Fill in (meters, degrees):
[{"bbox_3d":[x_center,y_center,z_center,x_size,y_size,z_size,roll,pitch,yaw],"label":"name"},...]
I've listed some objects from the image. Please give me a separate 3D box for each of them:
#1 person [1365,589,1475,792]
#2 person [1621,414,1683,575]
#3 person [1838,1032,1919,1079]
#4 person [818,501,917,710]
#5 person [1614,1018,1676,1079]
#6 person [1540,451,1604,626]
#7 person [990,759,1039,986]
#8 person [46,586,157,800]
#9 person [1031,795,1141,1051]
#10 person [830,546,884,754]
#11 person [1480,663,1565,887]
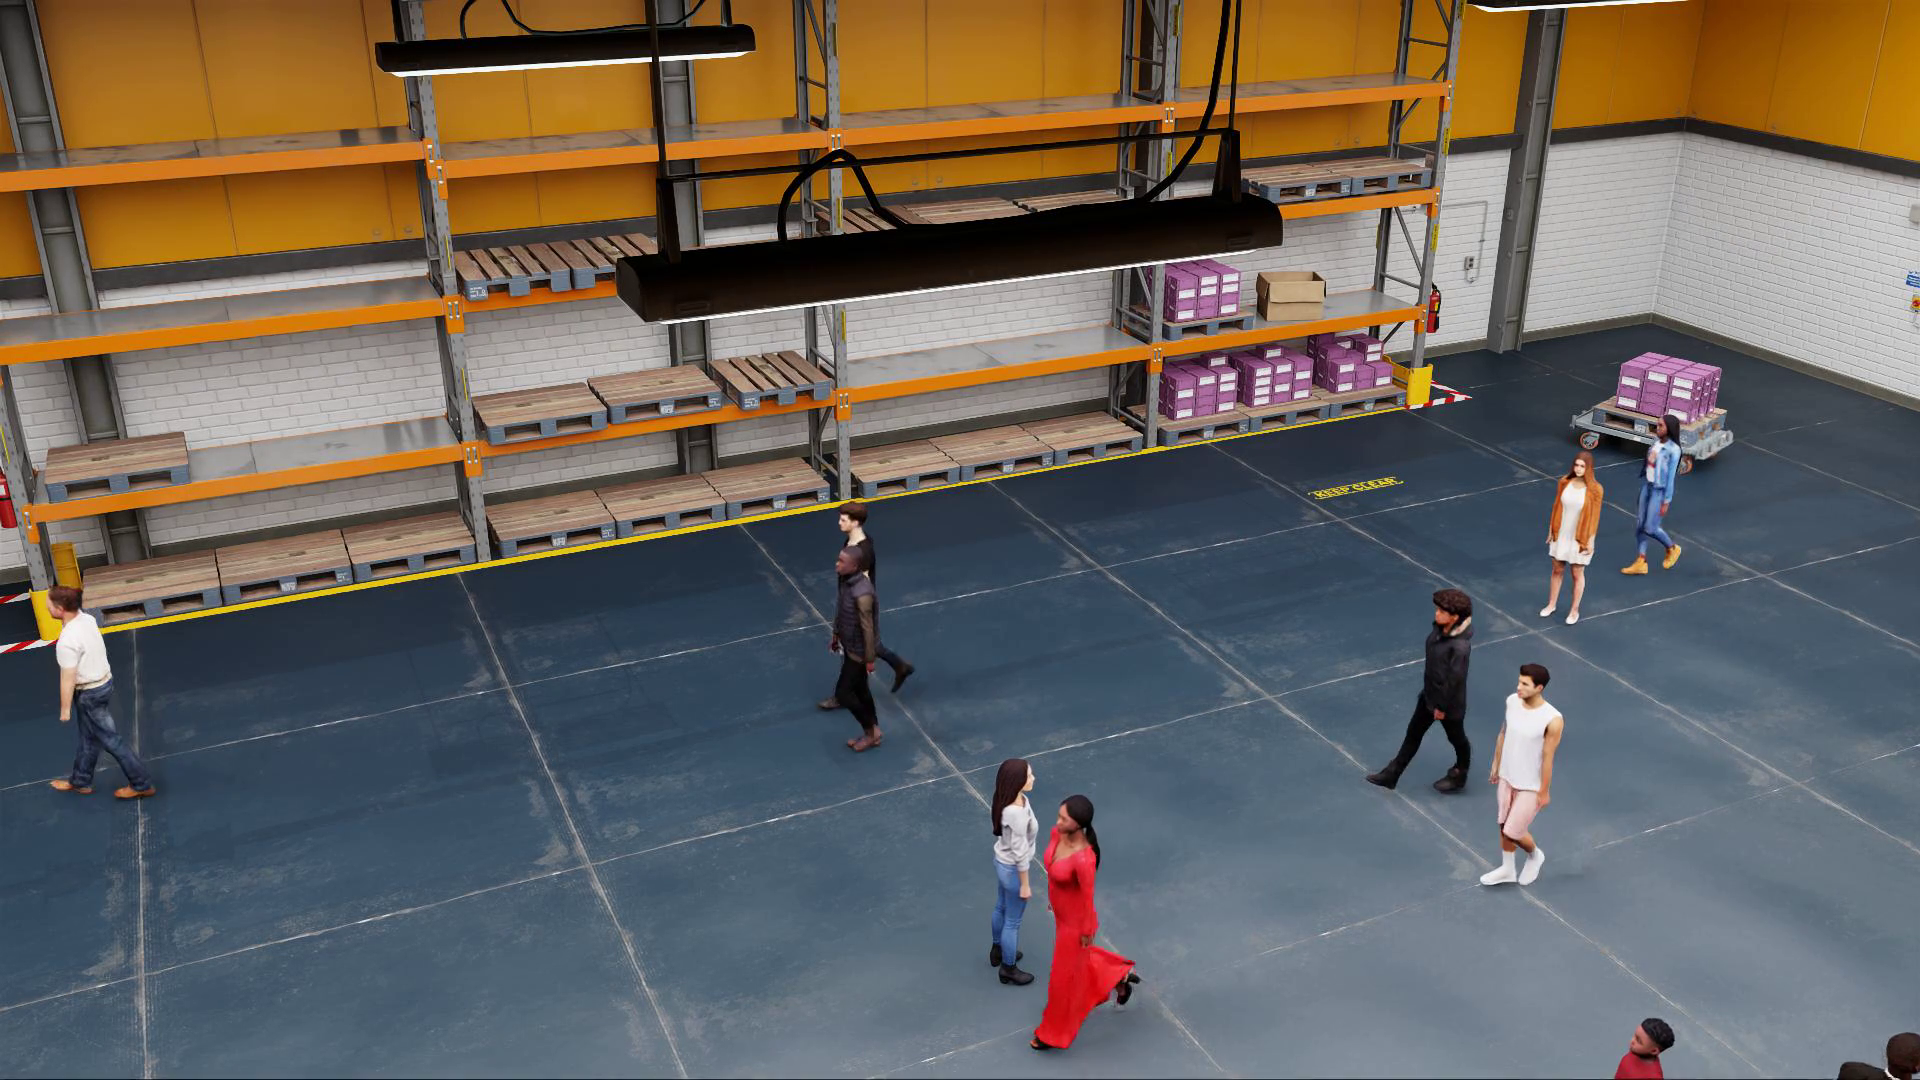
[{"bbox_3d":[3.794,1.196,12.793,1.125,1.728,0.766,-6,24,-14],"label":"person"},{"bbox_3d":[7.007,-0.428,16.547,0.877,1.698,0.747,-3,24,-8],"label":"person"},{"bbox_3d":[4.376,3.194,8.171,1.182,1.770,0.814,-16,28,-33],"label":"person"},{"bbox_3d":[-0.783,0.555,14.079,1.189,1.874,0.899,-3,24,-7],"label":"person"},{"bbox_3d":[3.739,3.122,9.011,0.909,1.228,0.725,0,24,0],"label":"person"},{"bbox_3d":[5.773,-0.050,15.659,0.674,1.717,0.680,20,31,39],"label":"person"},{"bbox_3d":[0.333,2.127,10.784,0.573,1.632,0.643,-6,24,-13],"label":"person"},{"bbox_3d":[-6.540,1.190,12.692,1.135,1.821,0.891,-3,24,-6],"label":"person"},{"bbox_3d":[0.770,2.317,10.183,1.019,1.766,0.665,-9,25,-19],"label":"person"},{"bbox_3d":[-0.736,0.871,13.419,0.705,1.822,0.757,-6,24,-14],"label":"person"},{"bbox_3d":[4.023,1.662,11.672,0.712,1.773,0.653,-10,25,-21],"label":"person"}]
